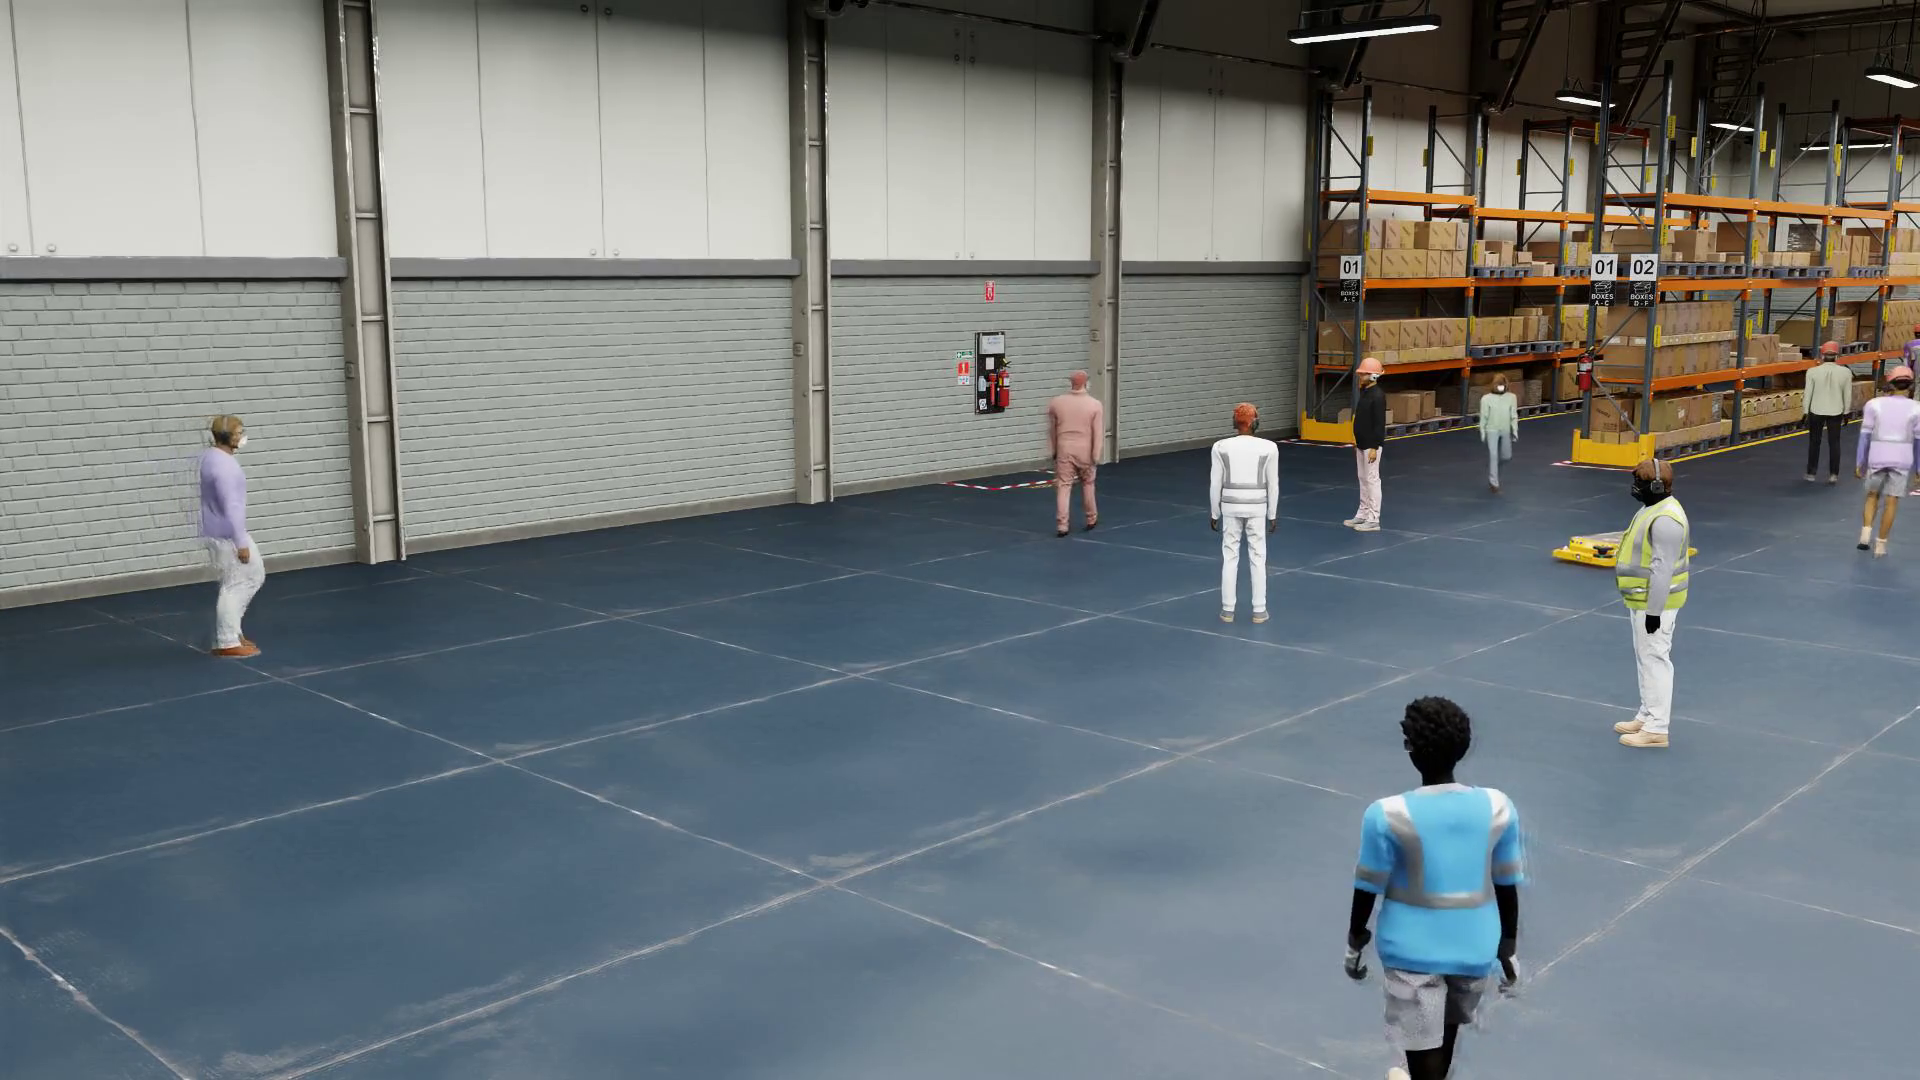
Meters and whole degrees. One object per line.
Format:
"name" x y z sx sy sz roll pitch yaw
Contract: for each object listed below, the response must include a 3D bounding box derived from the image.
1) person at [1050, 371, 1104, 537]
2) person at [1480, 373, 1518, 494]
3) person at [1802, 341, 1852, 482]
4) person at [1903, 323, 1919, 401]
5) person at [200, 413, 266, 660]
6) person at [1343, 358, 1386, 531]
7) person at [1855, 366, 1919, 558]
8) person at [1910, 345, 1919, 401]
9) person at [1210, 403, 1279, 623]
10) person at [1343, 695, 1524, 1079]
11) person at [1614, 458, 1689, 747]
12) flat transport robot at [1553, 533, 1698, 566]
"person" 1.339 -0.991 18.964 0.663 1.857 1.011 3 10 17
"person" 7.257 -1.453 22.468 0.518 1.618 0.545 -1 9 -6
"person" 12.278 -1.817 23.570 0.622 1.992 0.396 3 10 19
"person" 19.516 -3.464 33.907 0.553 1.906 0.907 7 12 37
"person" -5.609 -0.023 12.857 0.454 1.918 0.651 -5 10 -27
"person" 4.716 -1.108 19.237 0.375 1.997 0.611 -1 9 -7
"person" 9.744 -0.811 17.397 0.639 1.999 0.542 7 11 35
"person" 18.334 -3.074 31.625 0.538 1.866 0.312 9 13 42
"person" 2.424 -0.228 14.217 0.575 1.885 0.359 2 10 12
"person" 1.509 1.314 5.480 0.551 1.652 0.850 -2 10 -12
"person" 4.393 0.394 10.600 0.430 1.836 0.628 2 10 14
"flat transport robot" 6.924 0.072 17.294 1.431 0.197 0.652 -5 11 -29
